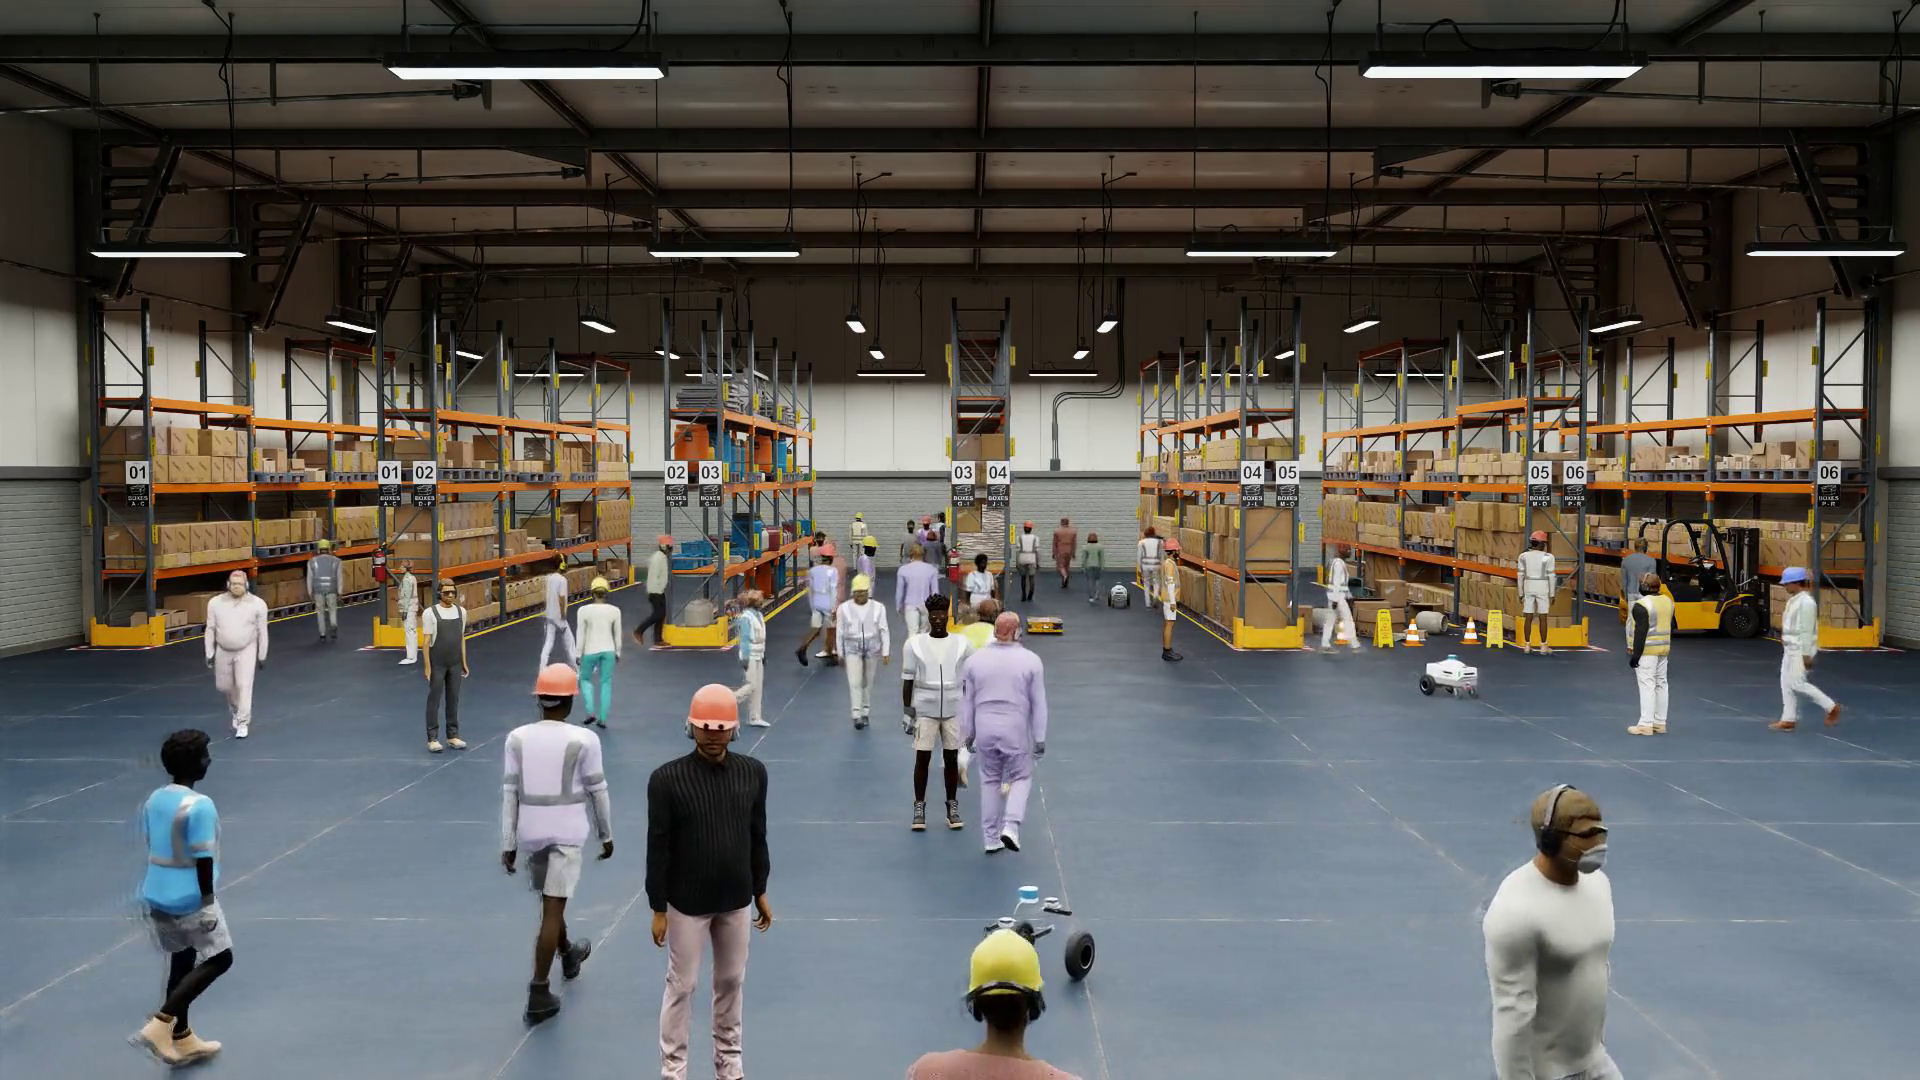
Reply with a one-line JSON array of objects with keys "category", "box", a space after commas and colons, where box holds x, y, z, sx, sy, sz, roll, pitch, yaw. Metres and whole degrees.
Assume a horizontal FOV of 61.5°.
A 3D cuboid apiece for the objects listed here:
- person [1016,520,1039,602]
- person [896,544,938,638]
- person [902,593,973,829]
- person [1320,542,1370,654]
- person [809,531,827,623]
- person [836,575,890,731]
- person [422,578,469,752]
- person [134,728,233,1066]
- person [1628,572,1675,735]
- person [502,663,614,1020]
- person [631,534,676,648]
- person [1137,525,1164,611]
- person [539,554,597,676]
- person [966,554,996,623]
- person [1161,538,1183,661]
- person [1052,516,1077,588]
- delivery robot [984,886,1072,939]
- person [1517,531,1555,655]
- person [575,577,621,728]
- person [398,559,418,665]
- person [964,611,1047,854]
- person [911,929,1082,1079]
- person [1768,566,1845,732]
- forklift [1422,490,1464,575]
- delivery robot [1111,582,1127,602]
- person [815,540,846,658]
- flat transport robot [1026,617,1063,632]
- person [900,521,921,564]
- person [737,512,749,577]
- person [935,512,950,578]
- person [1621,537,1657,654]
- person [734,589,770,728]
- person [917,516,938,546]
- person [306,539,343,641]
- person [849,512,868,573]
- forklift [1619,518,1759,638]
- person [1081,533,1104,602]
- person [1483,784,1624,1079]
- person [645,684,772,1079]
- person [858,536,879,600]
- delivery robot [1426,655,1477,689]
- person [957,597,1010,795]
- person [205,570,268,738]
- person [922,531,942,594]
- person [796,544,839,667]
[{"category": "person", "box": [1.576, 0.491, 37.673, 0.549, 1.919, 0.599, 0, 2, -2]}, {"category": "person", "box": [-0.648, 1.013, 24.644, 0.640, 1.908, 0.959, 0, 2, -8]}, {"category": "person", "box": [-0.179, 1.422, 13.497, 0.618, 1.964, 0.361, 0, 2, -9]}, {"category": "person", "box": [6.359, 0.959, 26.598, 0.889, 1.846, 0.567, 0, 2, 6]}, {"category": "person", "box": [-2.754, 0.743, 32.118, 0.512, 1.854, 0.495, 0, 2, 1]}, {"category": "person", "box": [-1.128, 1.301, 18.786, 0.604, 1.781, 0.928, 0, 2, -10]}, {"category": "person", "box": [-5.517, 1.330, 17.341, 0.345, 1.845, 0.505, 2, 3, 42]}, {"category": "person", "box": [-3.864, 1.775, 7.997, 0.547, 1.681, 0.414, 2, 3, 36]}, {"category": "person", "box": [7.854, 1.289, 18.406, 0.619, 1.845, 0.430, -1, 3, -33]}, {"category": "person", "box": [-2.246, 1.636, 9.082, 0.559, 1.878, 1.014, 0, 2, 11]}, {"category": "person", "box": [-5.200, 0.874, 27.598, 0.693, 1.952, 0.630, 0, 2, 2]}, {"category": "person", "box": [4.144, 0.612, 35.102, 0.604, 1.866, 0.443, 0, 2, 2]}, {"category": "person", "box": [-5.620, 1.114, 22.947, 0.557, 1.825, 0.933, 2, 3, 42]}, {"category": "person", "box": [0.384, 1.063, 26.543, 0.553, 1.648, 0.733, -2, 3, -44]}, {"category": "person", "box": [3.387, 0.945, 25.822, 0.344, 1.942, 0.547, 0, 2, 2]}, {"category": "person", "box": [2.737, 0.322, 42.174, 0.654, 1.882, 0.687, -1, 2, -17]}, {"category": "delivery robot", "box": [0.403, 2.129, 9.363, 0.335, 0.223, 0.698, 1, 3, 33]}, {"category": "person", "box": [9.523, 0.865, 26.649, 0.610, 2.037, 0.400, 2, 3, 39]}, {"category": "person", "box": [-4.229, 1.312, 18.867, 0.560, 1.749, 0.426, -1, 3, -28]}, {"category": "person", "box": [-8.608, 1.119, 25.193, 0.306, 1.639, 0.523, 0, 2, -10]}, {"category": "person", "box": [0.345, 1.500, 12.544, 0.686, 1.886, 0.462, 1, 2, 16]}, {"category": "person", "box": [0.083, 1.911, 4.206, 0.532, 1.721, 0.902, 1, 2, 15]}, {"category": "person", "box": [9.670, 1.255, 18.465, 0.669, 1.914, 0.619, 0, 2, 12]}, {"category": "forklift", "box": [13.926, -0.371, 47.846, 1.873, 2.768, 1.129, 0, 2, 0]}, {"category": "delivery robot", "box": [3.565, 1.191, 36.191, 0.477, 0.478, 0.707, 0, 2, 5]}, {"category": "person", "box": [-2.133, 0.948, 26.195, 0.403, 1.906, 0.651, 2, 3, 36]}, {"category": "flat transport robot", "box": [1.599, 1.600, 30.587, 0.652, 0.197, 1.431, 0, 2, 1]}, {"category": "person", "box": [-1.238, 0.431, 40.469, 0.499, 1.816, 0.993, 0, 2, 11]}, {"category": "person", "box": [-6.204, 0.130, 46.897, 0.907, 1.895, 0.608, -1, 3, -28]}, {"category": "person", "box": [-0.417, 0.154, 46.249, 0.760, 1.892, 0.630, -1, 2, -15]}, {"category": "person", "box": [11.179, 0.919, 26.533, 0.372, 1.940, 0.632, -2, 3, -34]}, {"category": "person", "box": [-2.490, 1.379, 18.876, 0.475, 1.623, 0.511, 1, 2, 13]}, {"category": "person", "box": [-0.853, 0.339, 41.677, 0.565, 1.882, 0.978, 0, 2, 1]}, {"category": "person", "box": [-11.323, 0.888, 28.761, 0.592, 1.818, 0.417, -1, 3, -27]}, {"category": "person", "box": [-3.066, 0.076, 49.041, 0.591, 1.833, 0.404, 1, 2, 17]}, {"category": "forklift", "box": [13.417, 0.684, 29.791, 2.313, 2.155, 1.214, 0, 2, 0]}, {"category": "person", "box": [3.076, 0.632, 37.611, 0.523, 1.613, 0.557, 0, 2, -5]}, {"category": "person", "box": [1.993, 1.765, 5.327, 0.653, 1.927, 0.454, -2, 3, -38]}, {"category": "person", "box": [-1.143, 1.650, 7.441, 0.616, 1.990, 0.393, -2, 3, -34]}, {"category": "person", "box": [-1.571, 0.884, 27.659, 0.388, 1.916, 0.590, 0, 2, -7]}, {"category": "delivery robot", "box": [6.553, 1.774, 21.520, 0.477, 0.478, 0.707, -1, 2, -23]}, {"category": "person", "box": [0.227, 1.440, 14.858, 0.508, 1.823, 0.622, -2, 3, -41]}, {"category": "person", "box": [-8.212, 1.272, 18.352, 0.655, 1.882, 0.740, 0, 2, -9]}, {"category": "person", "box": [-0.677, 0.589, 38.601, 0.500, 1.633, 0.284, 0, 2, 5]}, {"category": "person", "box": [-2.137, 1.014, 24.730, 0.553, 1.904, 0.812, 1, 3, 31]}]
